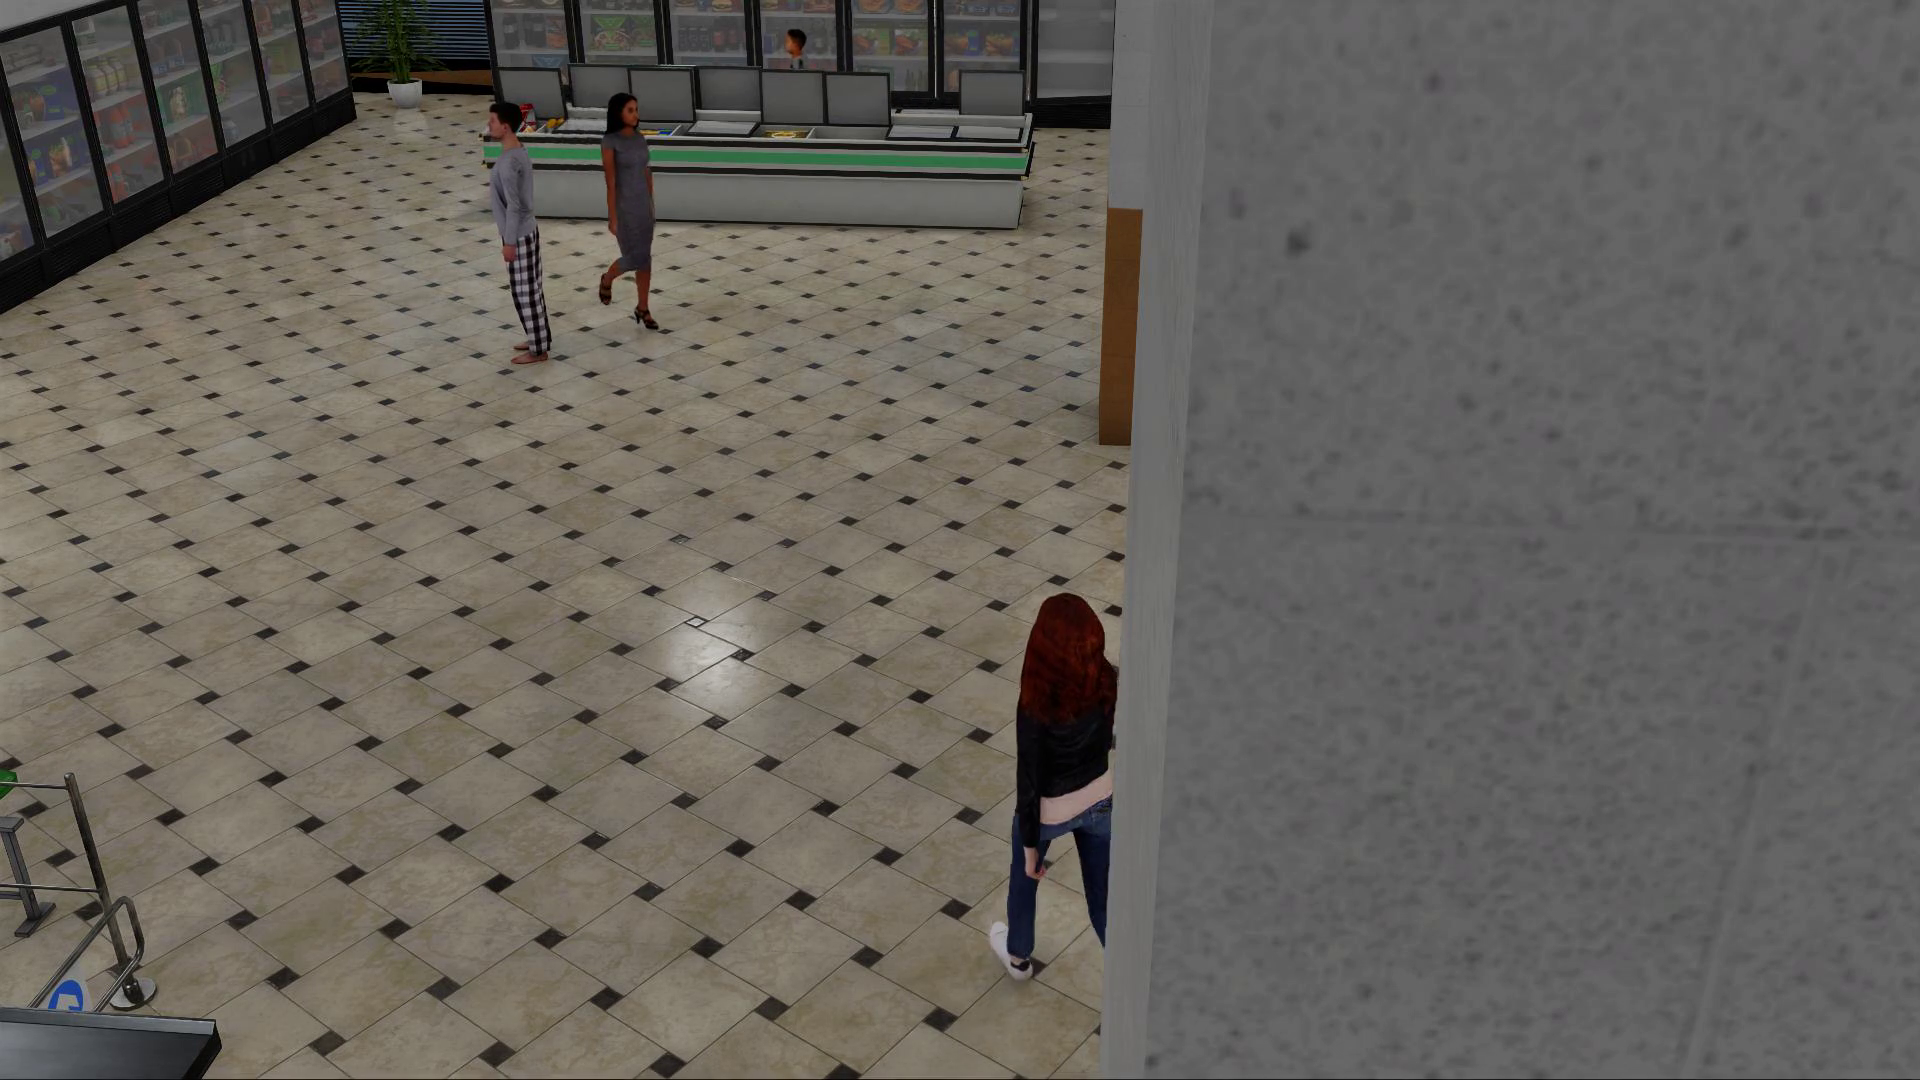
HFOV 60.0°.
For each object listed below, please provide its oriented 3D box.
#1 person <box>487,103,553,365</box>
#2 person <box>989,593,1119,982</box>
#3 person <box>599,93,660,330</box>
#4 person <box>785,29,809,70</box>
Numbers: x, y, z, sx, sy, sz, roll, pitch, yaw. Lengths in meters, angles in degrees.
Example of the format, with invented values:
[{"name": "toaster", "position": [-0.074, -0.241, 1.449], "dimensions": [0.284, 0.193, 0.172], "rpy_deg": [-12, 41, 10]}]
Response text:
[{"name": "person", "position": [-3.129, -2.181, 11.819], "dimensions": [0.591, 1.847, 0.663], "rpy_deg": [-3, 27, -6]}, {"name": "person", "position": [0.421, 1.017, 5.619], "dimensions": [1.235, 1.750, 1.110], "rpy_deg": [-13, 29, -23]}, {"name": "person", "position": [-2.524, -2.436, 12.411], "dimensions": [0.911, 1.765, 0.820], "rpy_deg": [20, 33, 34]}, {"name": "person", "position": [-1.584, -4.472, 16.786], "dimensions": [0.935, 1.441, 0.590], "rpy_deg": [0, 27, 1]}]
